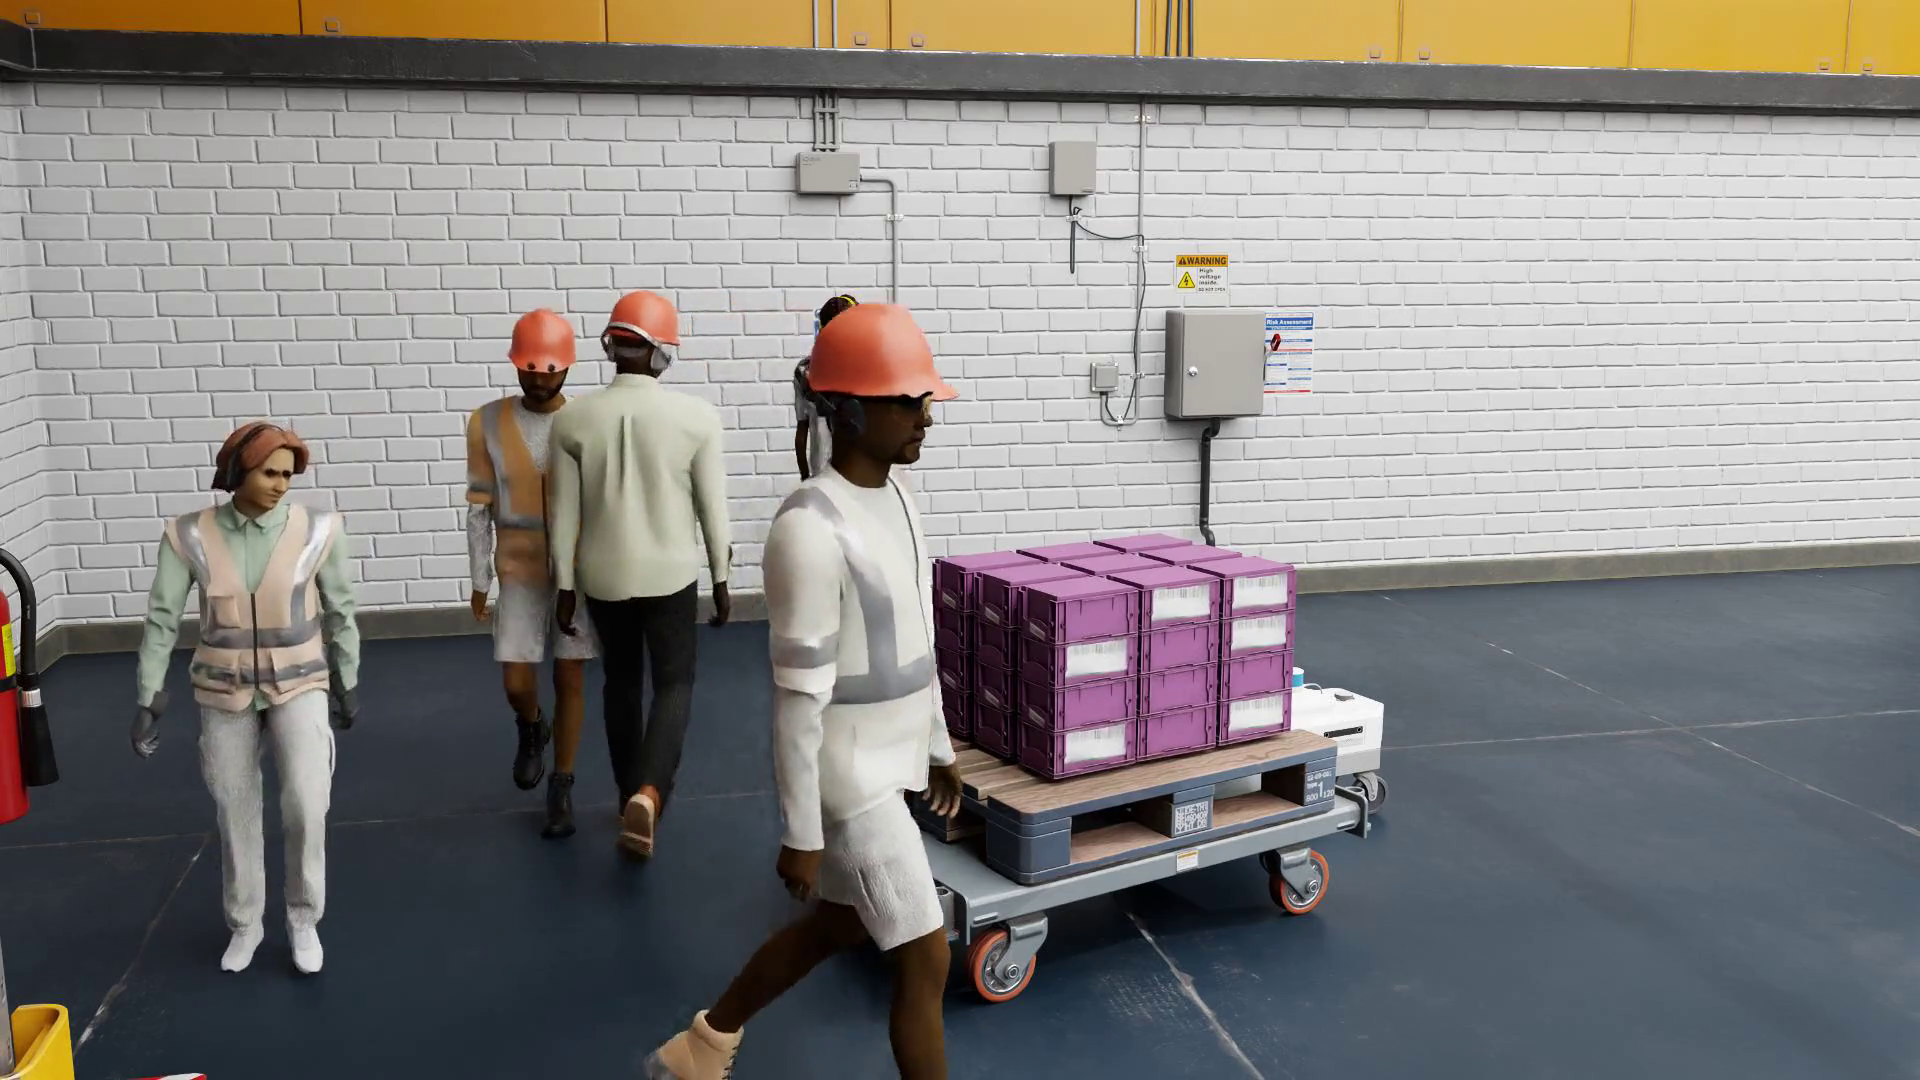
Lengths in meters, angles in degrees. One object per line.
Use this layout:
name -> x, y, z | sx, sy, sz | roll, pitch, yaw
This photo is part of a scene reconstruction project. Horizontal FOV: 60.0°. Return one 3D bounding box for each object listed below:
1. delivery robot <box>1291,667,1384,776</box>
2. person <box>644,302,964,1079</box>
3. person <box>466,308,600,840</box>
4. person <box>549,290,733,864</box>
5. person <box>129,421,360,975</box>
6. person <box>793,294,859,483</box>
delivery robot -> 1.212, 0.712, 6.143 | 0.707, 0.478, 0.477 | -5, 11, -27
person -> -0.289, 0.485, 3.652 | 0.961, 2.019, 0.613 | 2, 10, 13
person -> -1.486, 0.110, 6.009 | 0.552, 1.904, 0.631 | -2, 10, -10
person -> -1.109, 0.123, 5.747 | 0.627, 1.956, 0.857 | 0, 10, 1
person -> -2.035, 0.473, 4.763 | 0.596, 1.618, 0.493 | -3, 11, -16
person -> -0.555, -0.249, 8.084 | 0.510, 1.872, 0.328 | 4, 11, 23
